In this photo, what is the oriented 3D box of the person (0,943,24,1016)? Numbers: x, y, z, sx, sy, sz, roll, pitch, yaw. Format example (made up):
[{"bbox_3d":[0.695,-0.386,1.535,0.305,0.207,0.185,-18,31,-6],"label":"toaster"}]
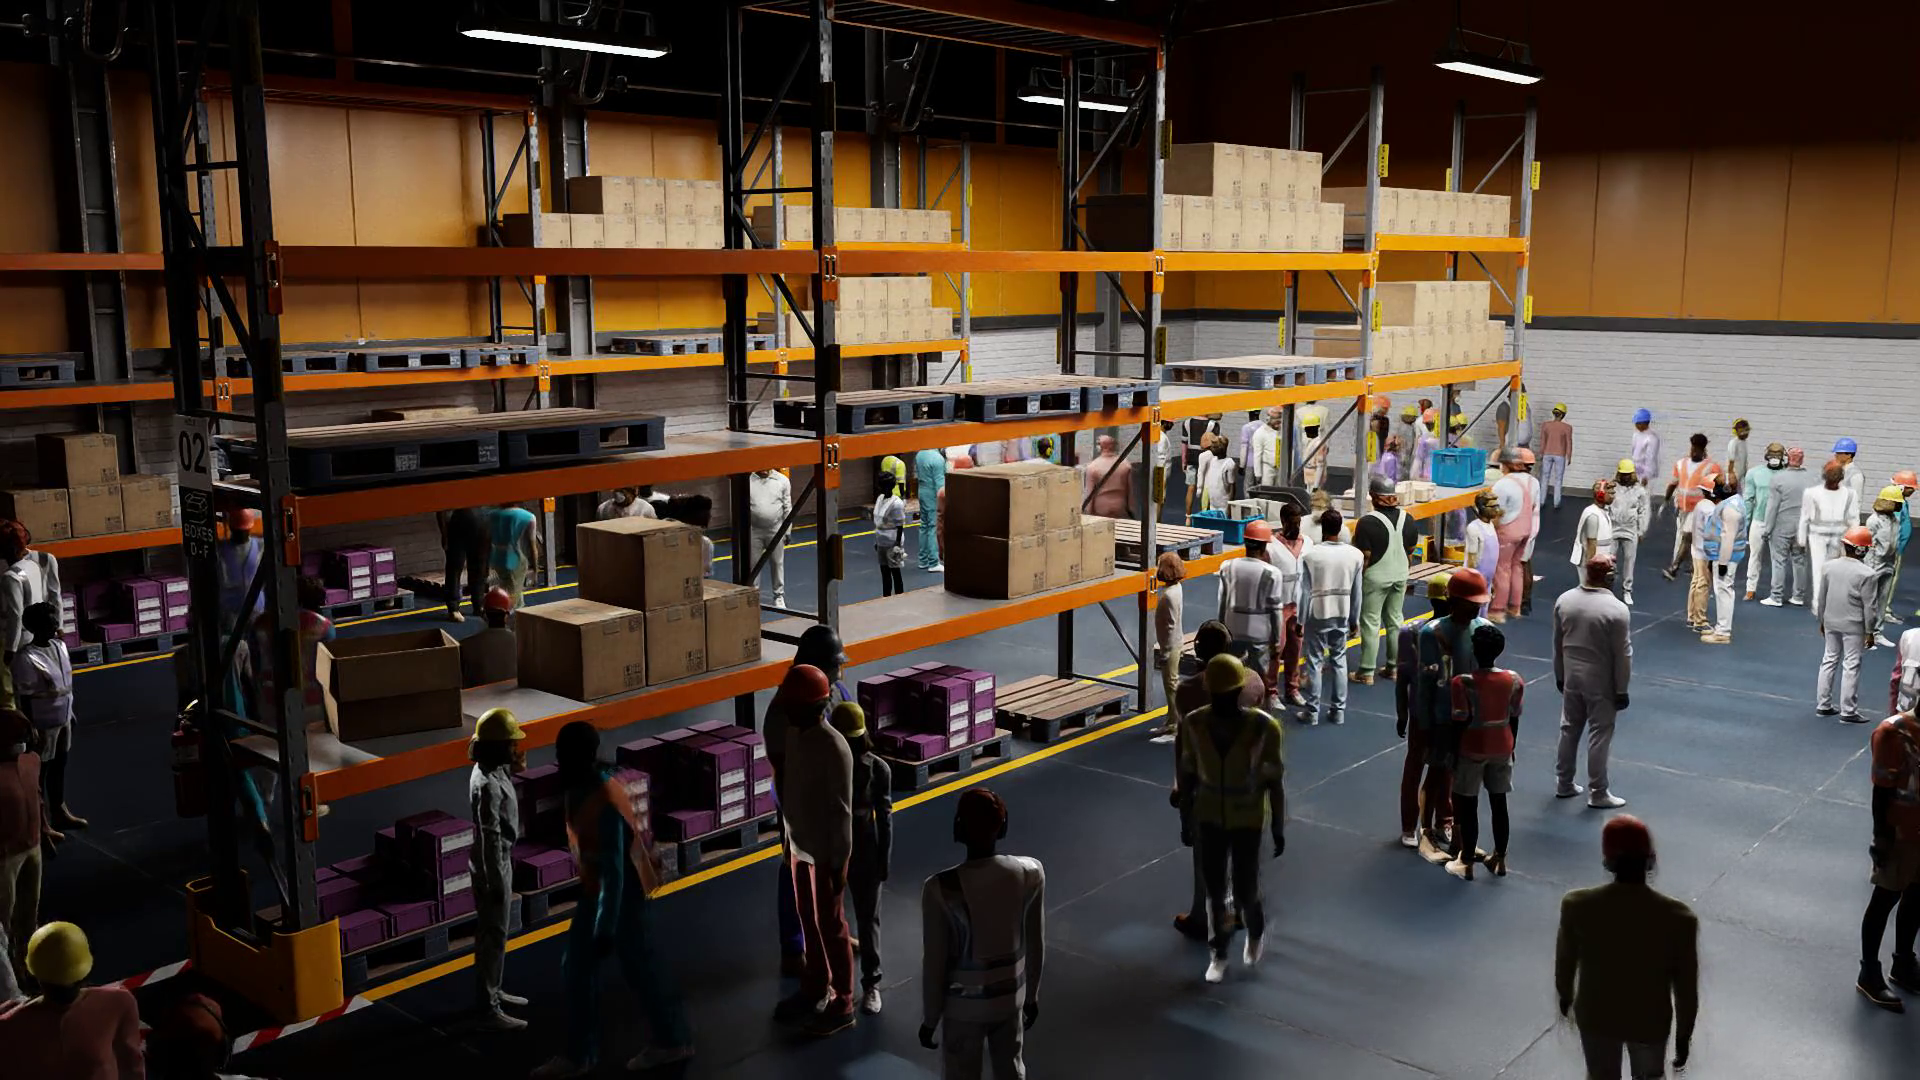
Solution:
[{"bbox_3d":[-5.279,1.761,8.565,0.947,1.797,0.614,2,10,13],"label":"person"}]

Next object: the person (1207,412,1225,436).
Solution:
[{"bbox_3d":[4.224,-1.400,27.557,0.308,1.736,0.484,-1,10,-4],"label":"person"}]

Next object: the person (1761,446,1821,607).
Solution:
[{"bbox_3d":[9.767,-0.157,19.622,0.648,1.907,0.401,-1,10,-7],"label":"person"}]

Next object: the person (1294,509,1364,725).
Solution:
[{"bbox_3d":[3.245,0.682,14.622,0.598,1.908,0.402,-2,10,-13],"label":"person"}]

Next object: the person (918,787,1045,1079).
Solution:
[{"bbox_3d":[0.090,1.962,7.046,0.574,1.883,0.356,-5,11,-27],"label":"person"}]

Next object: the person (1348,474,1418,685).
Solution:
[{"bbox_3d":[4.025,0.371,16.072,0.679,2.000,0.537,-4,10,-25],"label":"person"}]

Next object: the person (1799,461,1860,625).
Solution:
[{"bbox_3d":[9.820,0.022,18.793,0.588,1.827,1.030,2,10,12],"label":"person"}]

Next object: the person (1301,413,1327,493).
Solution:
[{"bbox_3d":[5.025,-0.845,23.693,0.383,1.920,0.585,0,10,1],"label":"person"}]

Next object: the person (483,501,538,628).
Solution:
[{"bbox_3d":[-4.693,0.305,17.217,0.592,1.803,0.937,4,10,24],"label":"person"}]

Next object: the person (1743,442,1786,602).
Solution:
[{"bbox_3d":[9.682,-0.209,19.874,0.632,1.932,0.369,5,11,30],"label":"person"}]

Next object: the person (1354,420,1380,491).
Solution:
[{"bbox_3d":[6.361,-1.074,25.962,0.461,1.619,0.540,2,10,11],"label":"person"}]

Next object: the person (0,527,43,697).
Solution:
[{"bbox_3d":[-7.806,0.822,13.843,0.353,1.884,0.577,-2,10,-11],"label":"person"}]

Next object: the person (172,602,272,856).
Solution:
[{"bbox_3d":[-4.980,1.293,11.248,0.598,1.822,0.517,8,12,40],"label":"person"}]

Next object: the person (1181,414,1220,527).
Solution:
[{"bbox_3d":[3.684,-1.192,25.441,0.613,2.033,0.412,5,11,28],"label":"person"}]

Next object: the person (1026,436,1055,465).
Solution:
[{"bbox_3d":[1.036,-0.407,21.294,0.529,1.841,0.411,8,12,39],"label":"person"}]

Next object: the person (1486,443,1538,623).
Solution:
[{"bbox_3d":[6.153,-0.083,18.778,0.687,2.000,0.538,-8,12,-40],"label":"person"}]

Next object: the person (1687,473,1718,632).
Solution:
[{"bbox_3d":[8.226,0.138,18.304,0.318,1.755,0.566,2,10,11],"label":"person"}]

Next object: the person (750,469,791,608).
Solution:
[{"bbox_3d":[-2.281,-0.113,19.392,0.644,1.900,0.399,-1,10,-8],"label":"person"}]

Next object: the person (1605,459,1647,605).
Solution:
[{"bbox_3d":[7.874,-0.098,19.755,0.487,1.744,0.314,3,10,19],"label":"person"}]

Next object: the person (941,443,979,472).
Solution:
[{"bbox_3d":[-0.002,-0.981,24.881,0.662,1.816,0.625,2,10,14],"label":"person"}]

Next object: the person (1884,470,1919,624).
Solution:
[{"bbox_3d":[10.547,0.077,18.725,0.349,1.740,0.575,5,11,28],"label":"person"}]

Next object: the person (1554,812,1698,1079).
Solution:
[{"bbox_3d":[2.854,2.016,7.183,0.561,1.721,0.657,3,10,15],"label":"person"}]

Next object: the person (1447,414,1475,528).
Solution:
[{"bbox_3d":[7.556,-1.031,25.265,0.533,1.766,0.318,6,11,33],"label":"person"}]

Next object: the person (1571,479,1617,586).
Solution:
[{"bbox_3d":[6.567,0.272,17.291,0.396,1.836,0.562,6,11,31],"label":"person"}]

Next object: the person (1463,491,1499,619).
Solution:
[{"bbox_3d":[5.100,0.433,16.283,0.343,1.847,0.506,7,12,38],"label":"person"}]

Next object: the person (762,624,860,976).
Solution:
[{"bbox_3d":[-0.791,1.463,9.548,0.535,2.000,0.683,5,11,30],"label":"person"}]

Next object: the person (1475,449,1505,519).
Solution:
[{"bbox_3d":[7.002,-0.372,21.747,0.511,1.626,0.279,2,10,14],"label":"person"}]

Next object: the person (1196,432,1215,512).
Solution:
[{"bbox_3d":[3.595,-0.740,23.953,0.497,1.625,0.288,-9,13,-43],"label":"person"}]

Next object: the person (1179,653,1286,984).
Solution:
[{"bbox_3d":[1.525,1.557,9.345,0.632,1.916,0.495,5,11,27],"label":"person"}]

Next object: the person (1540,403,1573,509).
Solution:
[{"bbox_3d":[9.827,-1.387,27.423,0.533,1.757,0.336,8,12,39],"label":"person"}]

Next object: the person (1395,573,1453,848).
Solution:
[{"bbox_3d":[3.315,1.180,11.571,0.587,1.930,0.354,-1,10,-6],"label":"person"}]

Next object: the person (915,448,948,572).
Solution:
[{"bbox_3d":[-0.341,-0.526,21.857,0.399,1.900,0.644,-4,10,-25],"label":"person"}]

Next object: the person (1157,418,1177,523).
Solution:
[{"bbox_3d":[2.978,-0.961,24.380,0.388,1.926,0.549,1,10,3],"label":"person"}]

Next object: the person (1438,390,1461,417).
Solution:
[{"bbox_3d":[8.487,-1.714,28.851,0.362,1.932,0.647,9,13,42],"label":"person"}]

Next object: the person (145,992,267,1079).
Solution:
[{"bbox_3d":[-2.344,2.273,5.229,0.580,1.869,0.629,-2,10,-11],"label":"person"}]

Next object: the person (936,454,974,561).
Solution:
[{"bbox_3d":[0.044,0.038,18.234,0.614,1.987,0.408,0,10,0],"label":"person"}]

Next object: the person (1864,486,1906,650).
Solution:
[{"bbox_3d":[9.704,0.288,17.491,0.487,1.737,0.321,-5,11,-27],"label":"person"}]

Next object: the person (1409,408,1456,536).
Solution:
[{"bbox_3d":[6.673,-0.856,23.487,0.618,2.005,0.528,-4,10,-23],"label":"person"}]

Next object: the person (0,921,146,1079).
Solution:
[{"bbox_3d":[-3.170,2.212,5.966,0.529,1.748,0.649,-7,12,-34],"label":"person"}]

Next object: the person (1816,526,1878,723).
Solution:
[{"bbox_3d":[7.873,0.740,14.723,0.341,1.749,0.572,-4,10,-20],"label":"person"}]

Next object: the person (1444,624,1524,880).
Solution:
[{"bbox_3d":[3.445,1.396,10.974,0.540,1.695,0.316,-3,10,-15],"label":"person"}]
